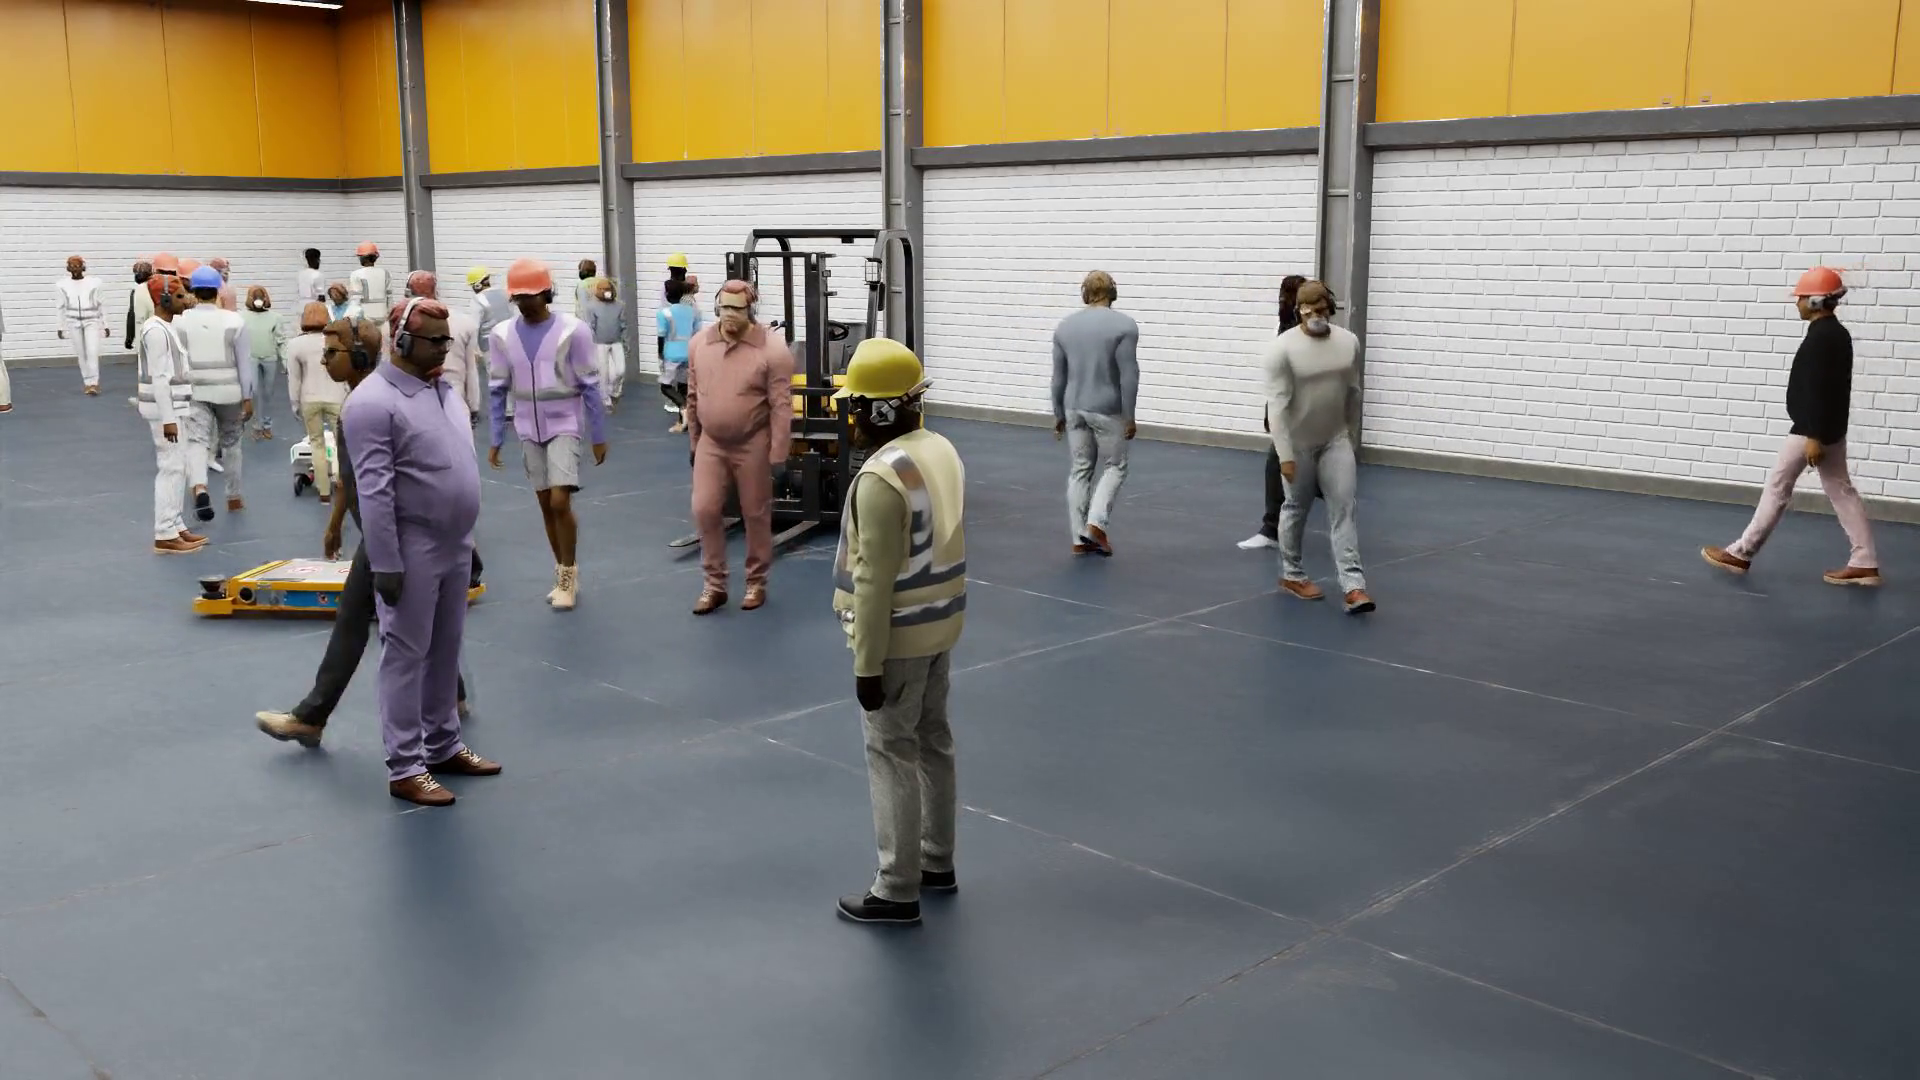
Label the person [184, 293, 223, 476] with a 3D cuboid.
[{"bbox_3d":[-6.761,-1.360,14.709,0.484,1.624,0.528,3,11,13],"label":"person"}]

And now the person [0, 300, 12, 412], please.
[{"bbox_3d":[-11.699,-2.455,20.036,0.335,1.859,0.520,-3,11,-15],"label":"person"}]

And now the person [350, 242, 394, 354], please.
[{"bbox_3d":[-7.949,-2.996,22.476,0.377,2.041,0.615,8,13,37],"label":"person"}]

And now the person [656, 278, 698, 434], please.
[{"bbox_3d":[-2.967,-1.939,17.704,0.525,1.686,0.542,10,14,43],"label":"person"}]

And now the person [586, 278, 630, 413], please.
[{"bbox_3d":[-4.214,-2.330,19.977,0.527,1.618,0.355,-5,12,-25],"label":"person"}]

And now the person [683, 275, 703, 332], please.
[{"bbox_3d":[-3.319,-2.439,20.526,0.308,1.645,0.517,-2,11,-9],"label":"person"}]

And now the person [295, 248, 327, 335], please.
[{"bbox_3d":[-9.814,-3.487,25.465,0.621,1.916,0.974,5,12,25],"label":"person"}]

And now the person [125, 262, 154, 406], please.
[{"bbox_3d":[-9.890,-2.455,20.173,0.883,1.804,0.627,2,11,8],"label":"person"}]

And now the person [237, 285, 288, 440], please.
[{"bbox_3d":[-7.272,-1.844,17.336,0.535,1.608,0.655,-6,12,-29],"label":"person"}]

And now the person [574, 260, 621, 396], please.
[{"bbox_3d":[-4.917,-2.803,22.071,0.936,1.801,0.655,5,11,24],"label":"person"}]

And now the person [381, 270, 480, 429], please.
[{"bbox_3d":[-3.747,-0.945,11.712,0.673,1.884,0.591,-8,13,-36],"label":"person"}]

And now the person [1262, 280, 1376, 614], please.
[{"bbox_3d":[2.037,-0.512,9.385,0.687,1.876,0.977,-3,11,-18],"label":"person"}]

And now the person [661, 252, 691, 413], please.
[{"bbox_3d":[-3.418,-2.499,20.079,0.384,1.925,0.593,-3,11,-13],"label":"person"}]

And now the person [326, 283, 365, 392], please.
[{"bbox_3d":[-7.008,-2.135,19.023,0.542,1.594,0.885,1,10,4],"label":"person"}]

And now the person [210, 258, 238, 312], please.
[{"bbox_3d":[-8.720,-2.371,19.597,0.665,1.857,0.813,5,12,26],"label":"person"}]

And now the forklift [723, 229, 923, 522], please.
[{"bbox_3d":[-1.050,-1.319,12.920,1.214,2.155,2.313,2,11,13],"label":"forklift"}]

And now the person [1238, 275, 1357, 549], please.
[{"bbox_3d":[2.322,-0.855,11.252,0.757,1.879,0.632,-1,10,-5],"label":"person"}]

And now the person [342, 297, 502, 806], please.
[{"bbox_3d":[-2.022,0.035,6.336,0.409,1.904,0.640,2,11,13],"label":"person"}]

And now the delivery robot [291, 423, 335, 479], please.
[{"bbox_3d":[-5.347,-0.736,13.958,0.477,0.478,0.707,-1,10,-5],"label":"delivery robot"}]

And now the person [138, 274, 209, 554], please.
[{"bbox_3d":[-5.351,-0.852,11.250,0.350,1.878,0.582,-4,11,-19],"label":"person"}]

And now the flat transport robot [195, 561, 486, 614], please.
[{"bbox_3d":[-3.525,0.267,9.515,1.431,0.197,0.652,1,10,5],"label":"flat transport robot"}]

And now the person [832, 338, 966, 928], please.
[{"bbox_3d":[-0.194,0.290,5.171,0.403,1.825,0.596,4,11,22],"label":"person"}]

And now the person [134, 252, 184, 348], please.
[{"bbox_3d":[-7.873,-1.873,16.594,0.642,1.957,0.916,-9,14,-40],"label":"person"}]

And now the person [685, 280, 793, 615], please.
[{"bbox_3d":[-1.278,-0.511,9.343,0.664,1.881,0.656,3,11,13],"label":"person"}]

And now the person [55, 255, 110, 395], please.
[{"bbox_3d":[-11.702,-2.842,22.138,0.613,1.852,0.863,-3,11,-17],"label":"person"}]

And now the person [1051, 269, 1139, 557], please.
[{"bbox_3d":[0.883,-0.824,11.032,0.655,1.904,0.552,7,13,35],"label":"person"}]

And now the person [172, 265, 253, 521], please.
[{"bbox_3d":[-5.625,-1.094,12.467,0.618,1.917,0.868,-3,11,-17],"label":"person"}]

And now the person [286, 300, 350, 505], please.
[{"bbox_3d":[-5.018,-1.072,13.109,0.519,1.620,0.411,-3,11,-17],"label":"person"}]

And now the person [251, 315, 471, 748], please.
[{"bbox_3d":[-2.546,-0.037,7.015,0.962,1.792,0.528,-6,12,-31],"label":"person"}]

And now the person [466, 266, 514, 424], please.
[{"bbox_3d":[-5.333,-2.198,18.831,0.681,1.781,0.662,5,11,24],"label":"person"}]

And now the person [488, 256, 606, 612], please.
[{"bbox_3d":[-2.391,-0.599,9.471,0.629,2.010,0.669,2,11,13],"label":"person"}]

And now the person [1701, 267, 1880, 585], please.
[{"bbox_3d":[5.233,-0.700,10.244,1.045,1.936,0.649,10,14,43],"label":"person"}]

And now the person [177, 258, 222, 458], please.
[{"bbox_3d":[-7.239,-1.701,15.767,0.551,1.913,0.622,-7,13,-34],"label":"person"}]
